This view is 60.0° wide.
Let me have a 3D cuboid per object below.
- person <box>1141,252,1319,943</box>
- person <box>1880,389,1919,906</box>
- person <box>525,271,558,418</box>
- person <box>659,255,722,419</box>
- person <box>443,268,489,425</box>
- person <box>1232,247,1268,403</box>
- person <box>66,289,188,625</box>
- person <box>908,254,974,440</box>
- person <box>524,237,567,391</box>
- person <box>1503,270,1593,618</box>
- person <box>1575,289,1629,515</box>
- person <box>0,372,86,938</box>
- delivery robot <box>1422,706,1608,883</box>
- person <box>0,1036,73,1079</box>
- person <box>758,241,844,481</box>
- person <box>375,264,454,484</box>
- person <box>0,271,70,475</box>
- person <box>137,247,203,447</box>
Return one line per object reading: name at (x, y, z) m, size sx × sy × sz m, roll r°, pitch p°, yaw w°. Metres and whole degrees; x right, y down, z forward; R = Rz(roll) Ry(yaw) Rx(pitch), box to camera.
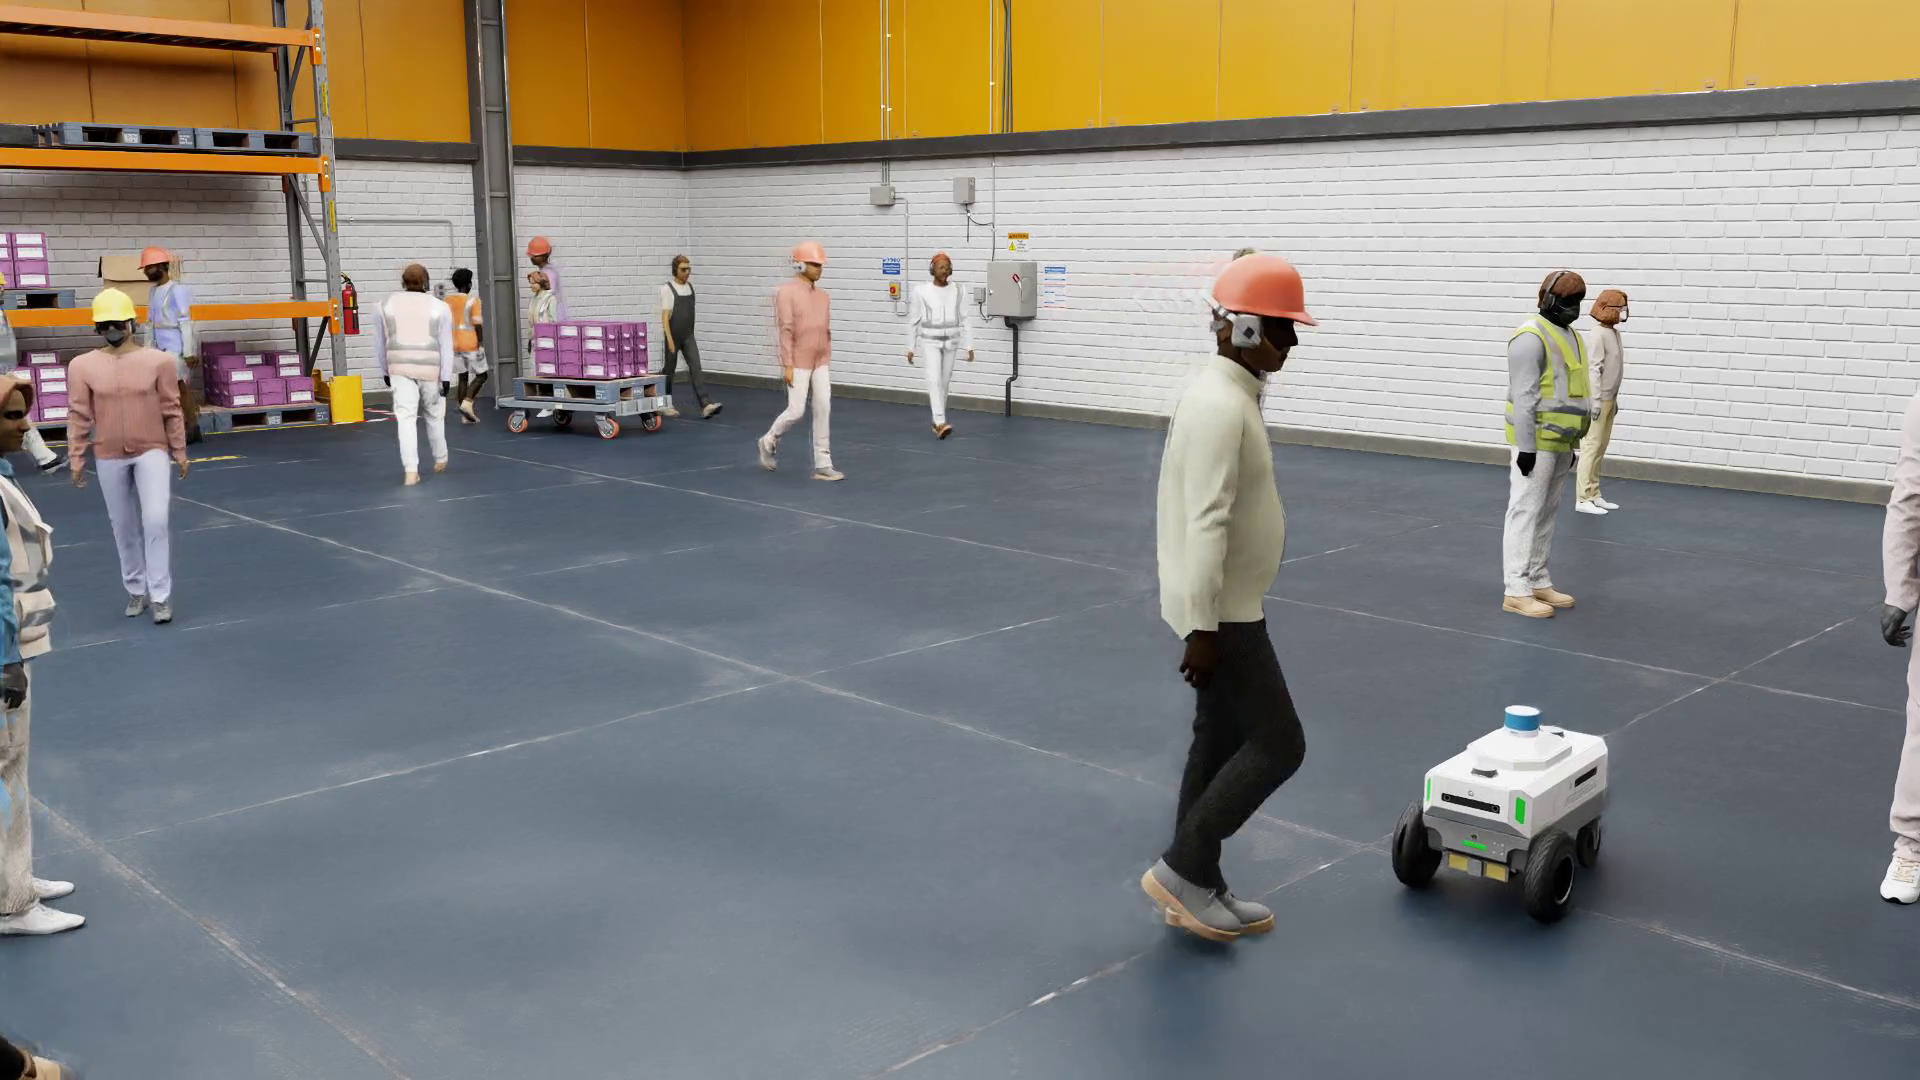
person at (0.777, 0.186, 4.701) m, size 0.448 × 1.969 × 0.637 m, roll 2°, pitch 11°, yaw 11°
person at (3.095, 0.179, 4.933) m, size 0.651 × 1.907 × 0.409 m, roll 5°, pitch 11°, yaw 25°
person at (-4.635, -2.176, 18.540) m, size 0.524 × 1.627 × 0.393 m, roll 9°, pitch 14°, yaw 41°
person at (-3.042, -2.219, 18.308) m, size 0.966 × 1.790 × 0.535 m, roll 9°, pitch 14°, yaw 42°
person at (-5.277, -2.047, 17.693) m, size 0.555 × 1.672 × 0.413 m, roll 4°, pitch 11°, yaw 23°
person at (2.266, -1.346, 13.198) m, size 0.459 × 1.928 × 0.644 m, roll 9°, pitch 14°, yaw 41°
person at (-4.336, -0.419, 8.651) m, size 0.550 × 1.740 × 0.737 m, roll -3°, pitch 11°, yaw -18°
person at (-0.172, -1.930, 16.644) m, size 0.628 × 1.825 × 0.980 m, roll -3°, pitch 11°, yaw -17°
person at (-5.022, -2.659, 20.166) m, size 0.799 × 1.992 × 0.642 m, roll -5°, pitch 11°, yaw -23°
person at (3.157, -0.518, 8.931) m, size 0.430 × 1.838 × 0.624 m, roll 9°, pitch 14°, yaw 41°
person at (4.709, -1.012, 12.172) m, size 0.270 × 1.632 × 0.508 m, roll 8°, pitch 13°, yaw 36°
person at (-2.788, 0.330, 4.846) m, size 0.314 × 1.636 × 0.516 m, roll -6°, pitch 12°, yaw -29°
delivery robot at (1.741, 0.761, 5.191) m, size 0.477 × 0.478 × 0.707 m, roll 9°, pitch 14°, yaw 40°
person at (-2.089, 0.599, 3.242) m, size 0.547 × 1.682 × 0.426 m, roll 4°, pitch 11°, yaw 19°
person at (-1.312, -1.479, 13.777) m, size 0.740 × 1.978 × 0.626 m, roll 9°, pitch 13°, yaw 39°
person at (-4.519, -1.391, 13.854) m, size 0.622 × 1.780 × 1.004 m, roll -2°, pitch 11°, yaw -12°
person at (-7.988, -1.394, 13.846) m, size 0.596 × 1.781 × 0.931 m, roll 6°, pitch 12°, yaw 31°
person at (-7.579, -1.832, 15.906) m, size 0.551 × 1.904 × 0.591 m, roll 9°, pitch 14°, yaw 41°
